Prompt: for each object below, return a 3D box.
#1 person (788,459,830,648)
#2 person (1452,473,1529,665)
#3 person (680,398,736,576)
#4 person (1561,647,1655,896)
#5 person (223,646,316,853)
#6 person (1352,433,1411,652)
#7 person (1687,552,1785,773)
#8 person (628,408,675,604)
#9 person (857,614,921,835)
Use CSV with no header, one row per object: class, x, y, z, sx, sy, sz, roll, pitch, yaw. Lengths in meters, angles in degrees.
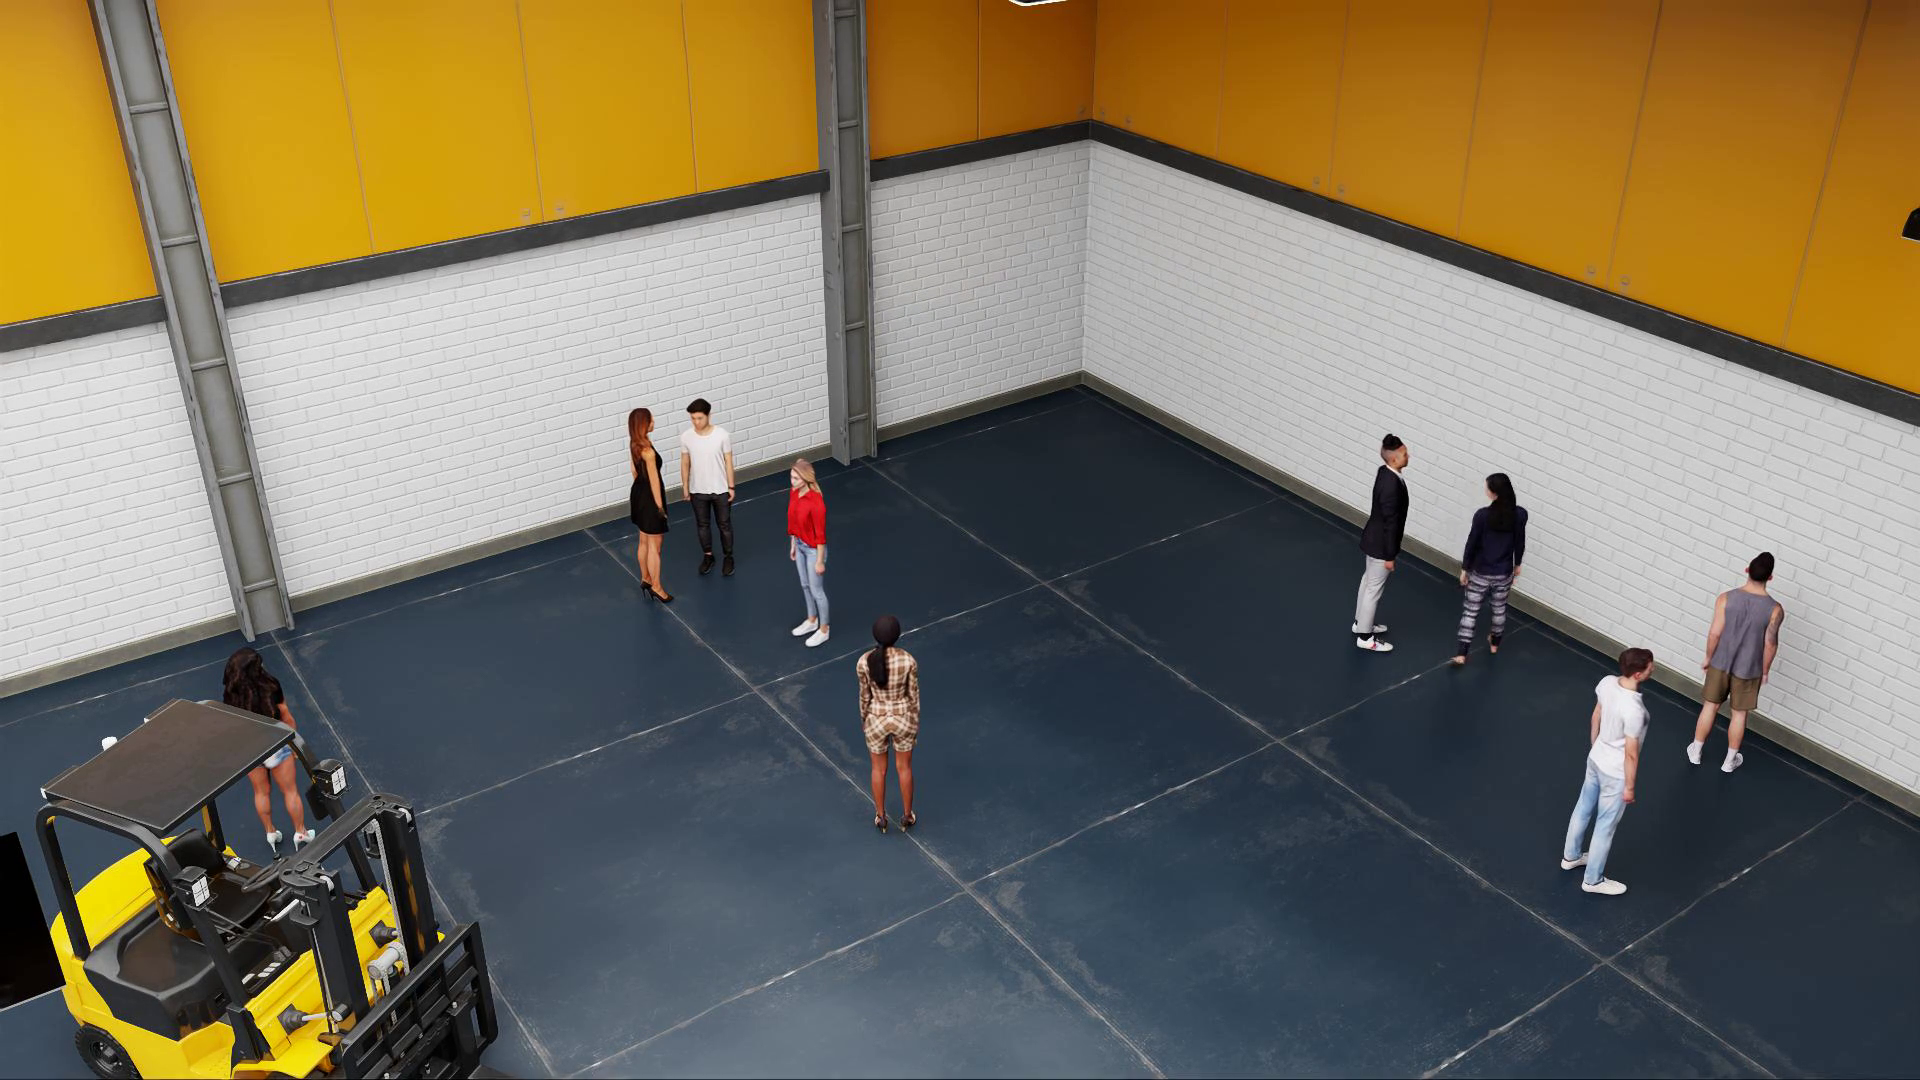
person,-1.254,0.083,13.932,0.532,1.705,0.622,-21,35,-34
person,4.313,0.256,13.612,0.900,1.707,0.958,5,29,8
person,-2.250,-0.504,14.997,0.695,1.715,0.779,2,29,3
person,4.357,1.520,11.144,0.706,1.851,0.728,-4,29,-8
person,-4.795,1.456,11.500,0.657,1.623,0.734,0,29,1
person,3.511,-0.014,13.856,0.839,1.948,0.791,4,29,7
person,5.760,0.909,12.339,0.714,1.847,0.720,16,32,26
person,-2.711,-0.302,14.503,0.520,1.834,0.580,-18,33,-29
person,-0.486,1.295,11.615,0.661,1.795,0.741,1,29,1
